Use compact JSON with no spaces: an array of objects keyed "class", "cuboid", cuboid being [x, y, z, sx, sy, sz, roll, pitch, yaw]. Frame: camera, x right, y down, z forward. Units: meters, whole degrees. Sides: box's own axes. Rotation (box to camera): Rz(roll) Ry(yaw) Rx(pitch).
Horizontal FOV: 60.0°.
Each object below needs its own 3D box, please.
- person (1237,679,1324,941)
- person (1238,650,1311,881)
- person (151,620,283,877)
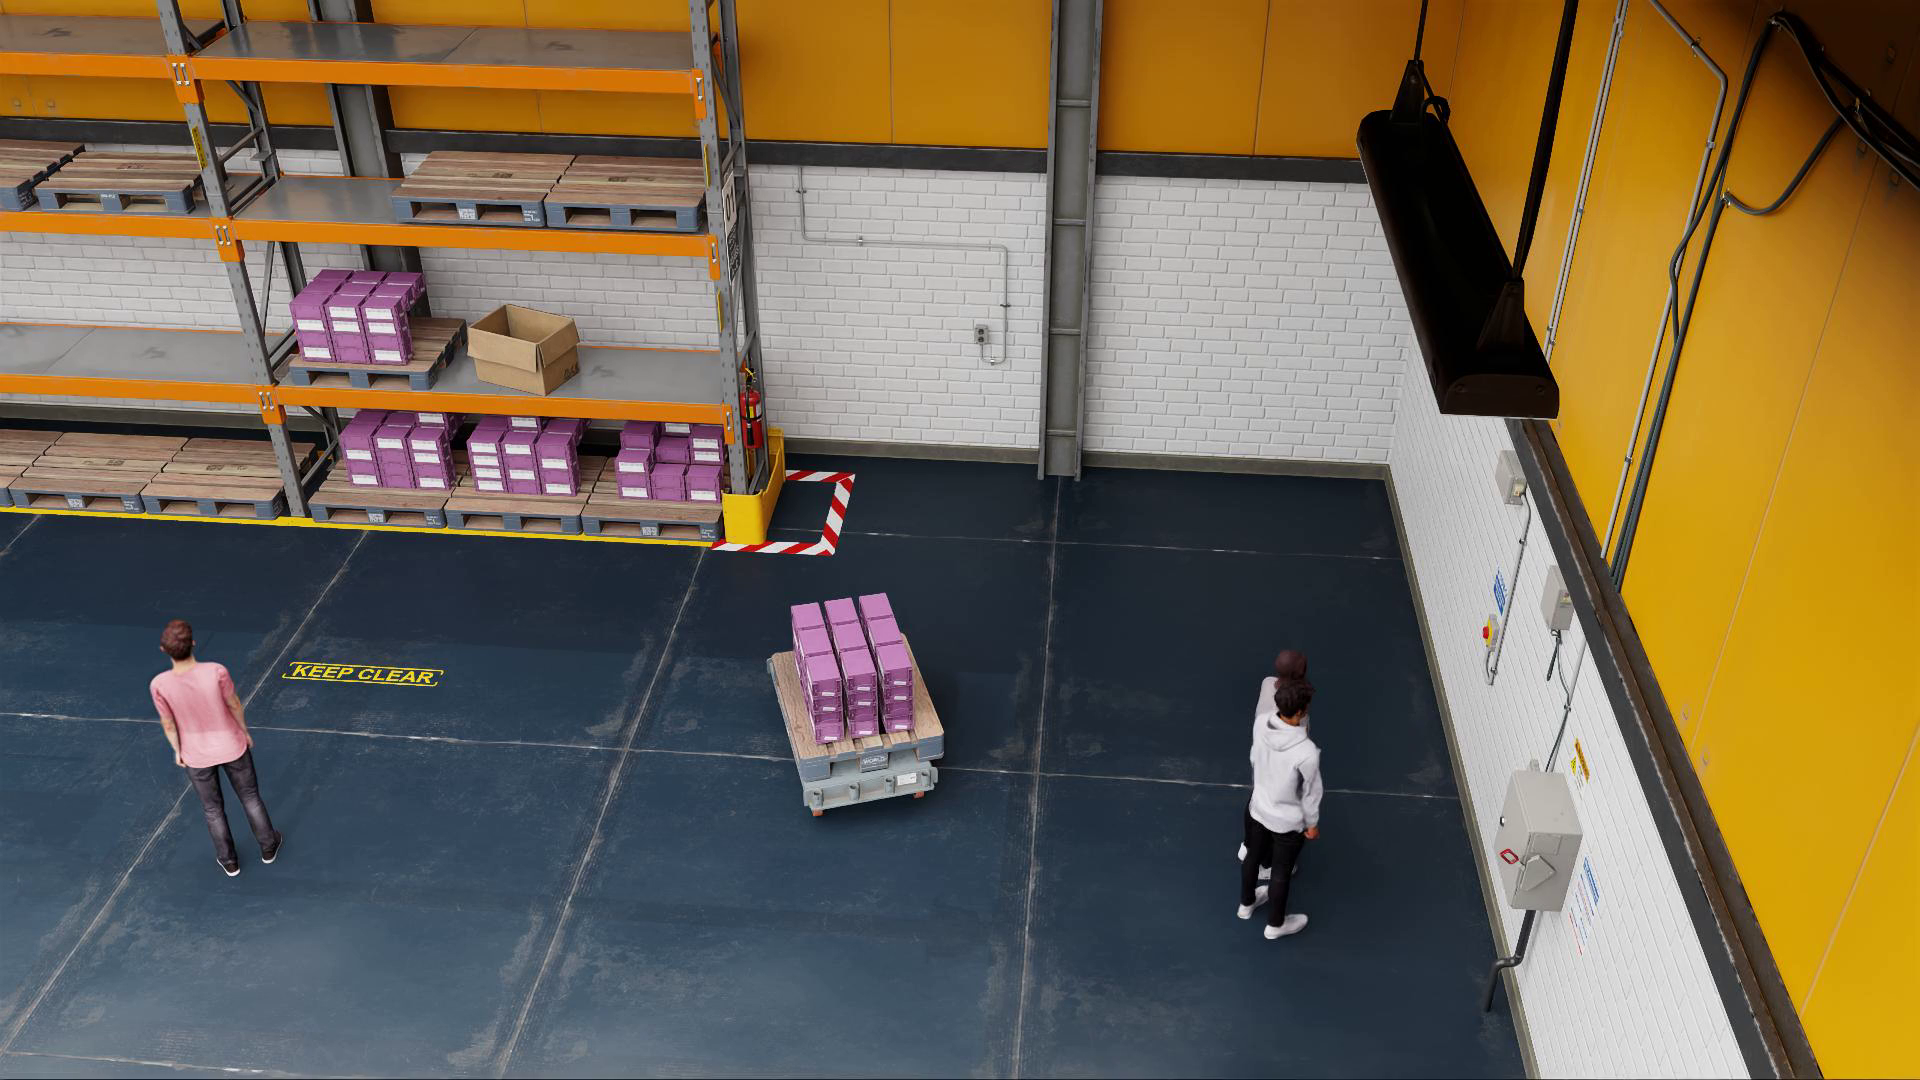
[{"class":"person","cuboid":[1.956,1.642,10.214,0.826,1.930,0.770,-24,40,-32]},{"class":"person","cuboid":[2.026,1.421,10.689,0.678,1.771,0.690,-13,36,-19]},{"class":"person","cuboid":[-4.779,1.338,10.646,0.664,1.959,0.767,-16,37,-22]}]
